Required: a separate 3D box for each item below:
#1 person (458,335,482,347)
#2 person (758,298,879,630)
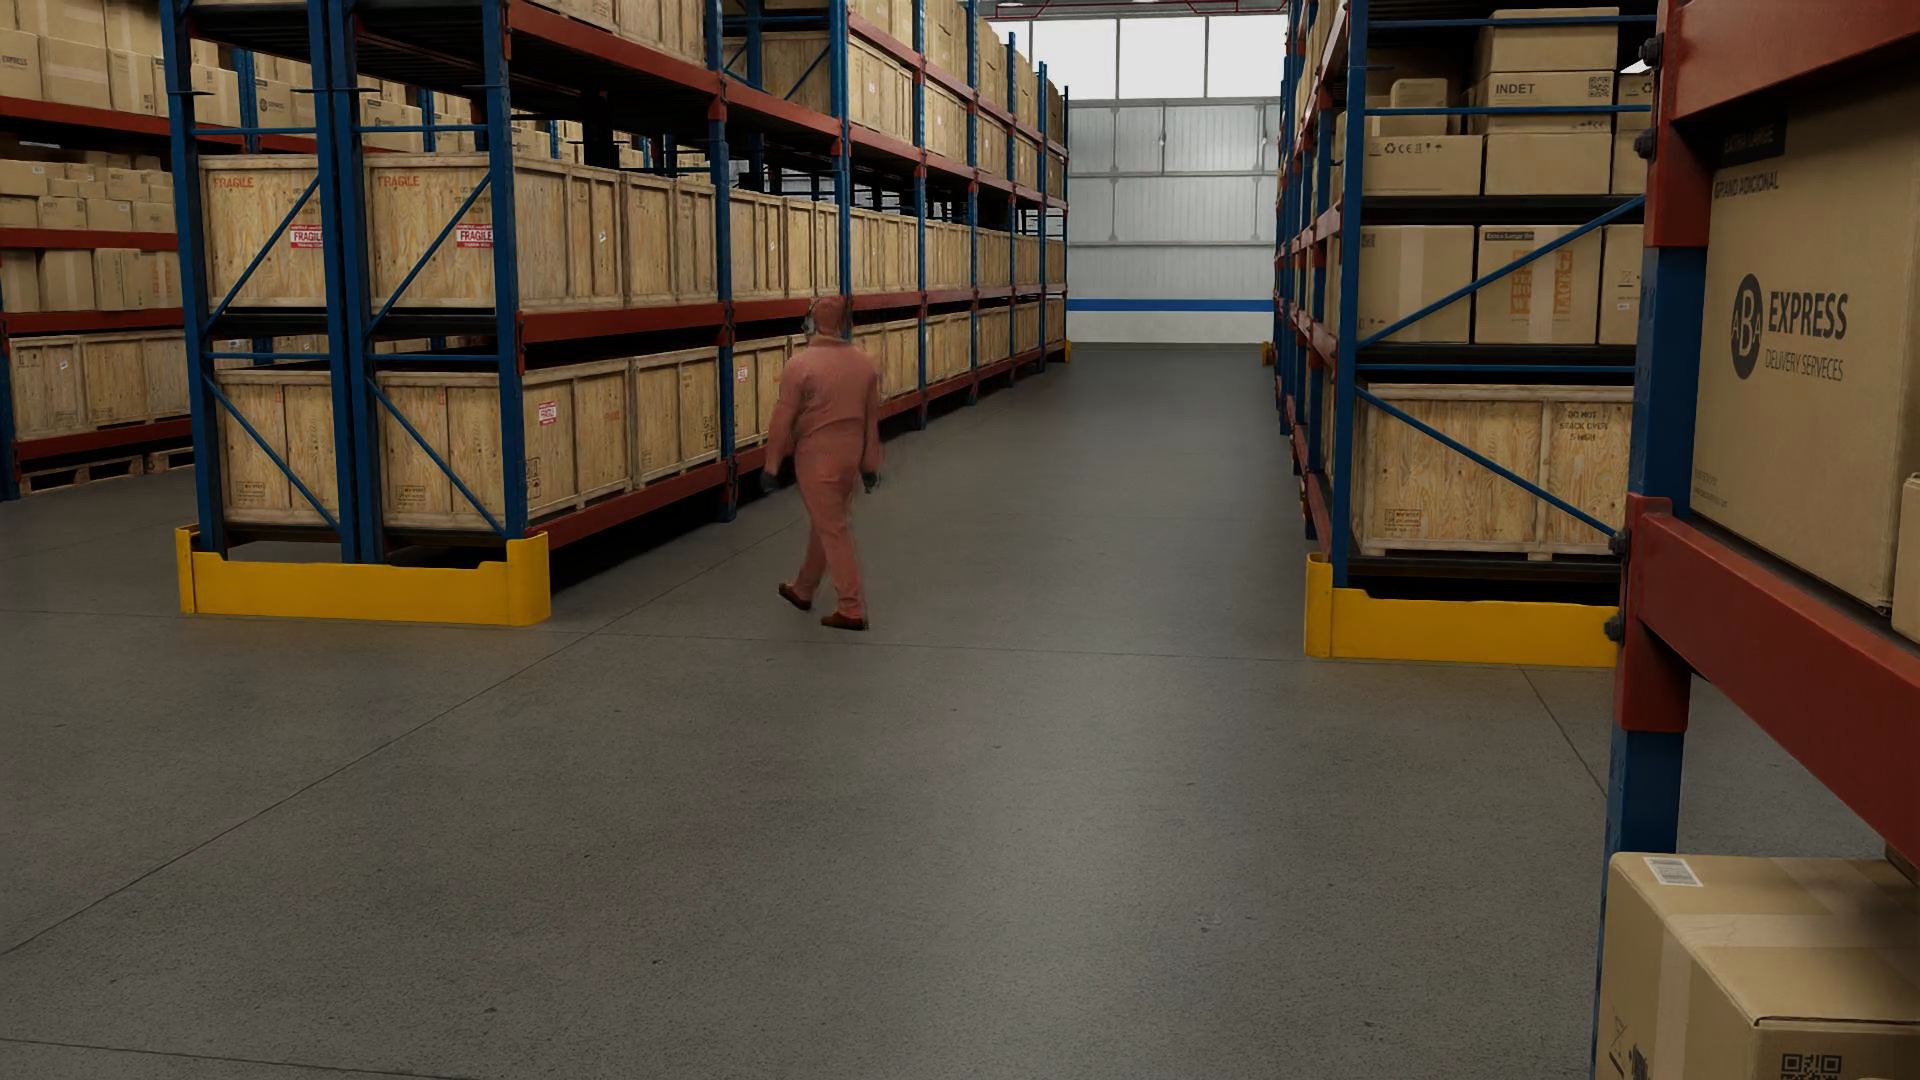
[{"bbox_3d":[-5.154,-1.848,18.182,0.638,1.904,0.402,-4,10,-25],"label":"person"},{"bbox_3d":[-0.853,-0.446,9.579,0.944,1.861,0.667,8,12,42],"label":"person"}]
